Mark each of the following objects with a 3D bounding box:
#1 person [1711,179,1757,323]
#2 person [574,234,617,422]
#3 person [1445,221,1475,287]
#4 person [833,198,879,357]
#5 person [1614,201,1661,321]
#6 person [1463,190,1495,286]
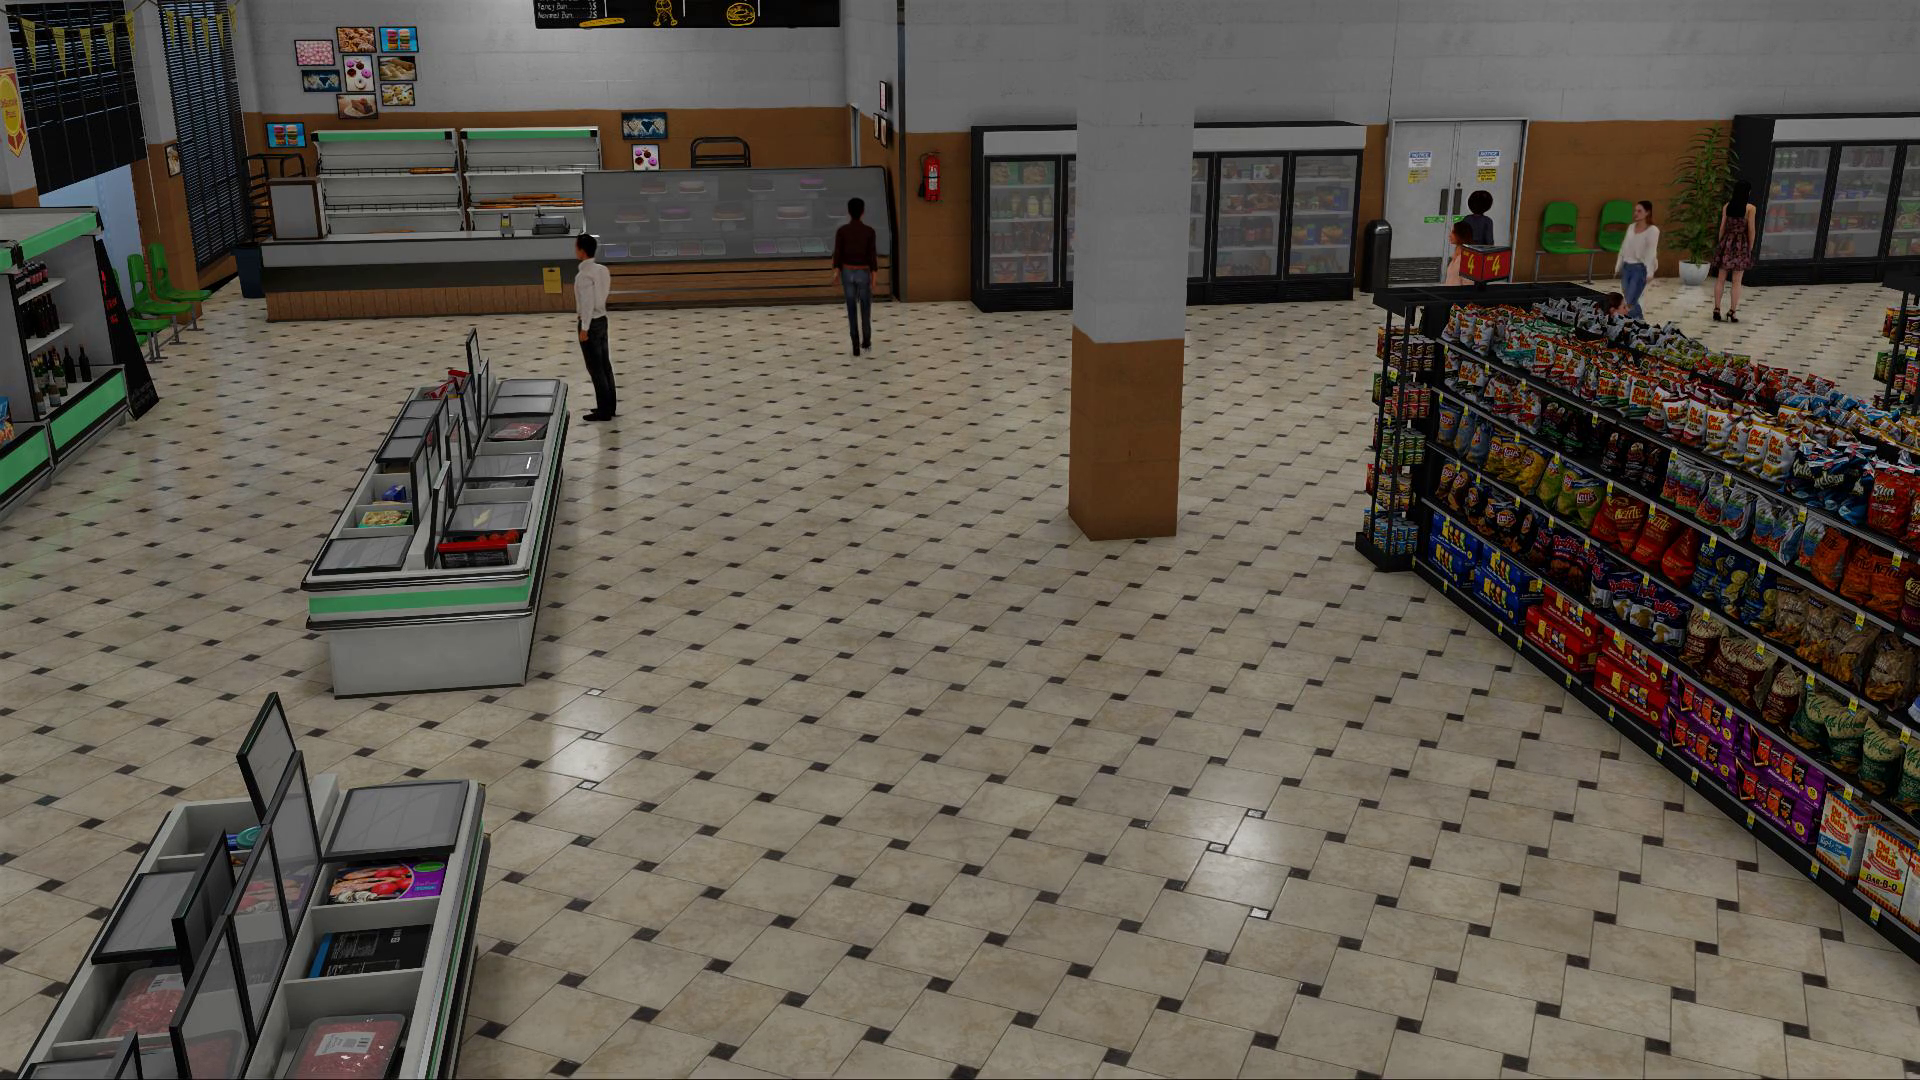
[{"bbox_3d":[9.722,-3.632,20.884,0.860,1.774,0.784,-17,25,-41],"label":"person"},{"bbox_3d":[-3.559,-2.067,16.187,0.790,1.809,0.602,3,19,9],"label":"person"},{"bbox_3d":[5.141,-2.389,17.172,0.692,1.790,0.517,0,19,1],"label":"person"},{"bbox_3d":[-1.187,-2.983,18.977,0.710,1.761,0.825,-1,19,-4],"label":"person"},{"bbox_3d":[8.009,-3.138,19.563,0.739,1.680,0.600,-7,20,-21],"label":"person"},{"bbox_3d":[6.278,-3.400,20.294,0.635,1.710,0.732,17,25,42],"label":"person"}]
